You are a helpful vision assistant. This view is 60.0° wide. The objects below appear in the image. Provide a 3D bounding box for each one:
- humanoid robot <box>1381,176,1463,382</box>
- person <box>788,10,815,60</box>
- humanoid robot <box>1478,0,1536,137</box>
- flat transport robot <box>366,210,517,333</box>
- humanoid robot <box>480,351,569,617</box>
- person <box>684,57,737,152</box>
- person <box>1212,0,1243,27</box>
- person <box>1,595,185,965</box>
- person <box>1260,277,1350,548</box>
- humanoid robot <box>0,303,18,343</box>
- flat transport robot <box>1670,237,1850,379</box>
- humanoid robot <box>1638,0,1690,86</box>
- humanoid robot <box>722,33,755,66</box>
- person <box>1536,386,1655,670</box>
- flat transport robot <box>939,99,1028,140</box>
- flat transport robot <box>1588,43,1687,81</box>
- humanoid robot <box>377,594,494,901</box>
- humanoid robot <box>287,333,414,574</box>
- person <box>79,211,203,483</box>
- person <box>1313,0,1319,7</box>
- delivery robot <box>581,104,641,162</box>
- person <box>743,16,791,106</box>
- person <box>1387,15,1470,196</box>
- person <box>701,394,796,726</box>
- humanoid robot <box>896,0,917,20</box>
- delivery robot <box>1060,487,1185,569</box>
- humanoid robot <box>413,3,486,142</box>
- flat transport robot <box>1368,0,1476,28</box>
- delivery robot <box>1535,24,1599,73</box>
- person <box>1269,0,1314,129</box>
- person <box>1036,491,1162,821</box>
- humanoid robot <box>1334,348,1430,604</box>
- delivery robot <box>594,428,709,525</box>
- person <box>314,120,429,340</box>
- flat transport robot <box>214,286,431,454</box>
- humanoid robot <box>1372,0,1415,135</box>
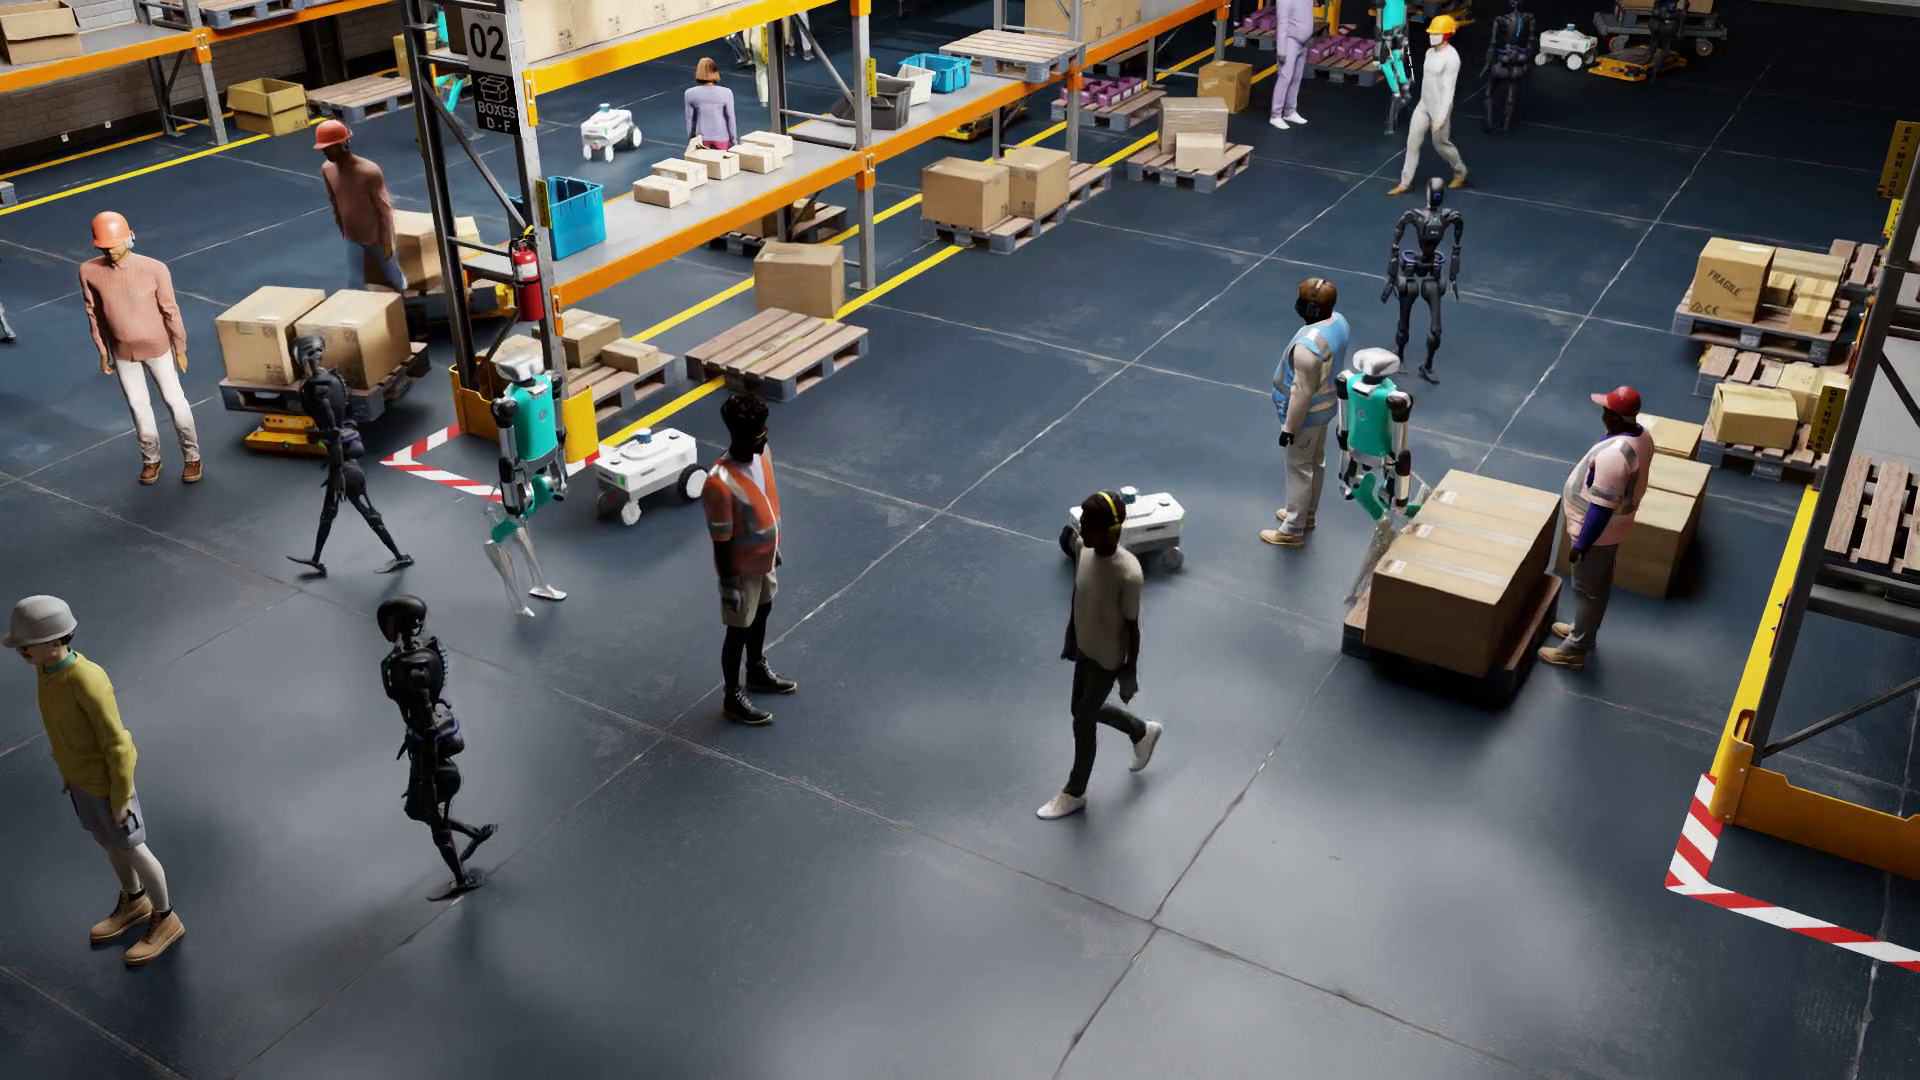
[{"bbox_3d":[3.668,-2.074,13.183,0.611,1.642,0.468,-1,29,-2],"label":"humanoid robot"},{"bbox_3d":[-2.251,-7.470,22.485,0.511,1.912,0.920,-7,30,-12],"label":"person"},{"bbox_3d":[6.374,-5.555,19.341,0.600,1.643,0.458,-5,30,-9],"label":"humanoid robot"},{"bbox_3d":[-4.567,-2.076,14.613,1.431,0.231,0.659,-11,31,-18],"label":"flat transport robot"},{"bbox_3d":[-2.701,-0.340,10.049,0.694,1.774,0.546,14,33,24],"label":"humanoid robot"},{"bbox_3d":[-2.471,-3.981,16.604,0.498,1.629,0.288,2,30,4],"label":"person"},{"bbox_3d":[3.985,-8.453,24.304,0.508,1.838,0.347,2,30,4],"label":"person"},{"bbox_3d":[-3.855,1.055,7.429,0.485,1.890,0.378,19,35,30],"label":"person"},{"bbox_3d":[2.233,-0.828,10.807,0.429,1.846,0.621,16,33,26],"label":"person"},{"bbox_3d":[-8.316,-2.415,13.832,0.761,1.638,0.591,19,34,30],"label":"humanoid robot"},{"bbox_3d":[6.673,-1.693,13.937,0.659,0.231,1.431,17,34,27],"label":"flat transport robot"},{"bbox_3d":[9.041,-6.678,21.319,0.391,1.637,0.602,-13,32,-22],"label":"humanoid robot"},{"bbox_3d":[-2.927,-7.090,21.857,0.735,1.677,0.533,-25,38,-37],"label":"humanoid robot"},{"bbox_3d":[3.662,-0.079,9.573,0.420,1.754,0.598,19,34,30],"label":"person"},{"bbox_3d":[0.186,-5.089,19.943,0.659,0.231,1.431,17,33,27],"label":"flat transport robot"},{"bbox_3d":[9.071,-6.374,22.217,1.431,0.231,0.659,-24,37,-36],"label":"flat transport robot"},{"bbox_3d":[-2.465,0.981,7.780,0.393,1.648,0.585,-14,32,-23],"label":"humanoid robot"},{"bbox_3d":[-3.956,-0.507,10.440,0.754,1.620,0.618,-12,32,-20],"label":"humanoid robot"},{"bbox_3d":[-5.687,-1.327,11.550,0.610,1.986,0.402,-3,30,-5],"label":"person"},{"bbox_3d":[5.668,-9.157,25.542,0.633,1.842,0.429,-9,31,-15],"label":"person"},{"bbox_3d":[-3.990,-4.639,18.877,0.499,0.614,0.817,8,30,13],"label":"delivery robot"},{"bbox_3d":[-2.337,-6.045,20.171,0.576,1.708,0.887,-4,30,-7],"label":"person"},{"bbox_3d":[5.002,-4.525,17.333,0.891,1.865,0.571,-12,32,-21],"label":"person"},{"bbox_3d":[-1.149,0.101,9.049,0.365,1.957,0.598,11,31,18],"label":"person"},{"bbox_3d":[-0.750,-8.585,24.726,0.593,1.630,0.711,1,30,2],"label":"humanoid robot"},{"bbox_3d":[1.067,-0.059,10.748,0.791,0.589,0.499,-9,31,-16],"label":"delivery robot"},{"bbox_3d":[-5.957,-5.295,18.874,0.532,1.782,1.018,21,35,32],"label":"humanoid robot"},{"bbox_3d":[6.910,-7.882,24.884,0.659,0.231,1.431,-26,39,-38],"label":"flat transport robot"},{"bbox_3d":[8.191,-6.616,22.374,0.811,0.614,0.499,24,37,36],"label":"delivery robot"},{"bbox_3d":[3.945,-5.819,19.581,0.401,1.901,0.651,21,36,33],"label":"person"},{"bbox_3d":[0.738,0.549,8.369,0.724,1.846,0.531,-15,33,-25],"label":"person"},{"bbox_3d":[2.619,-0.367,10.110,0.781,1.792,0.549,-20,35,-31],"label":"humanoid robot"},{"bbox_3d":[-2.163,-0.490,11.506,0.499,0.583,0.767,23,37,35],"label":"delivery robot"},{"bbox_3d":[-4.865,-2.543,13.746,0.634,1.952,0.730,10,31,18],"label":"person"},{"bbox_3d":[-4.836,-1.066,12.827,0.659,0.231,1.431,5,30,8],"label":"flat transport robot"},{"bbox_3d":[5.195,-5.636,19.466,0.530,1.799,0.804,-18,34,-29],"label":"humanoid robot"}]
